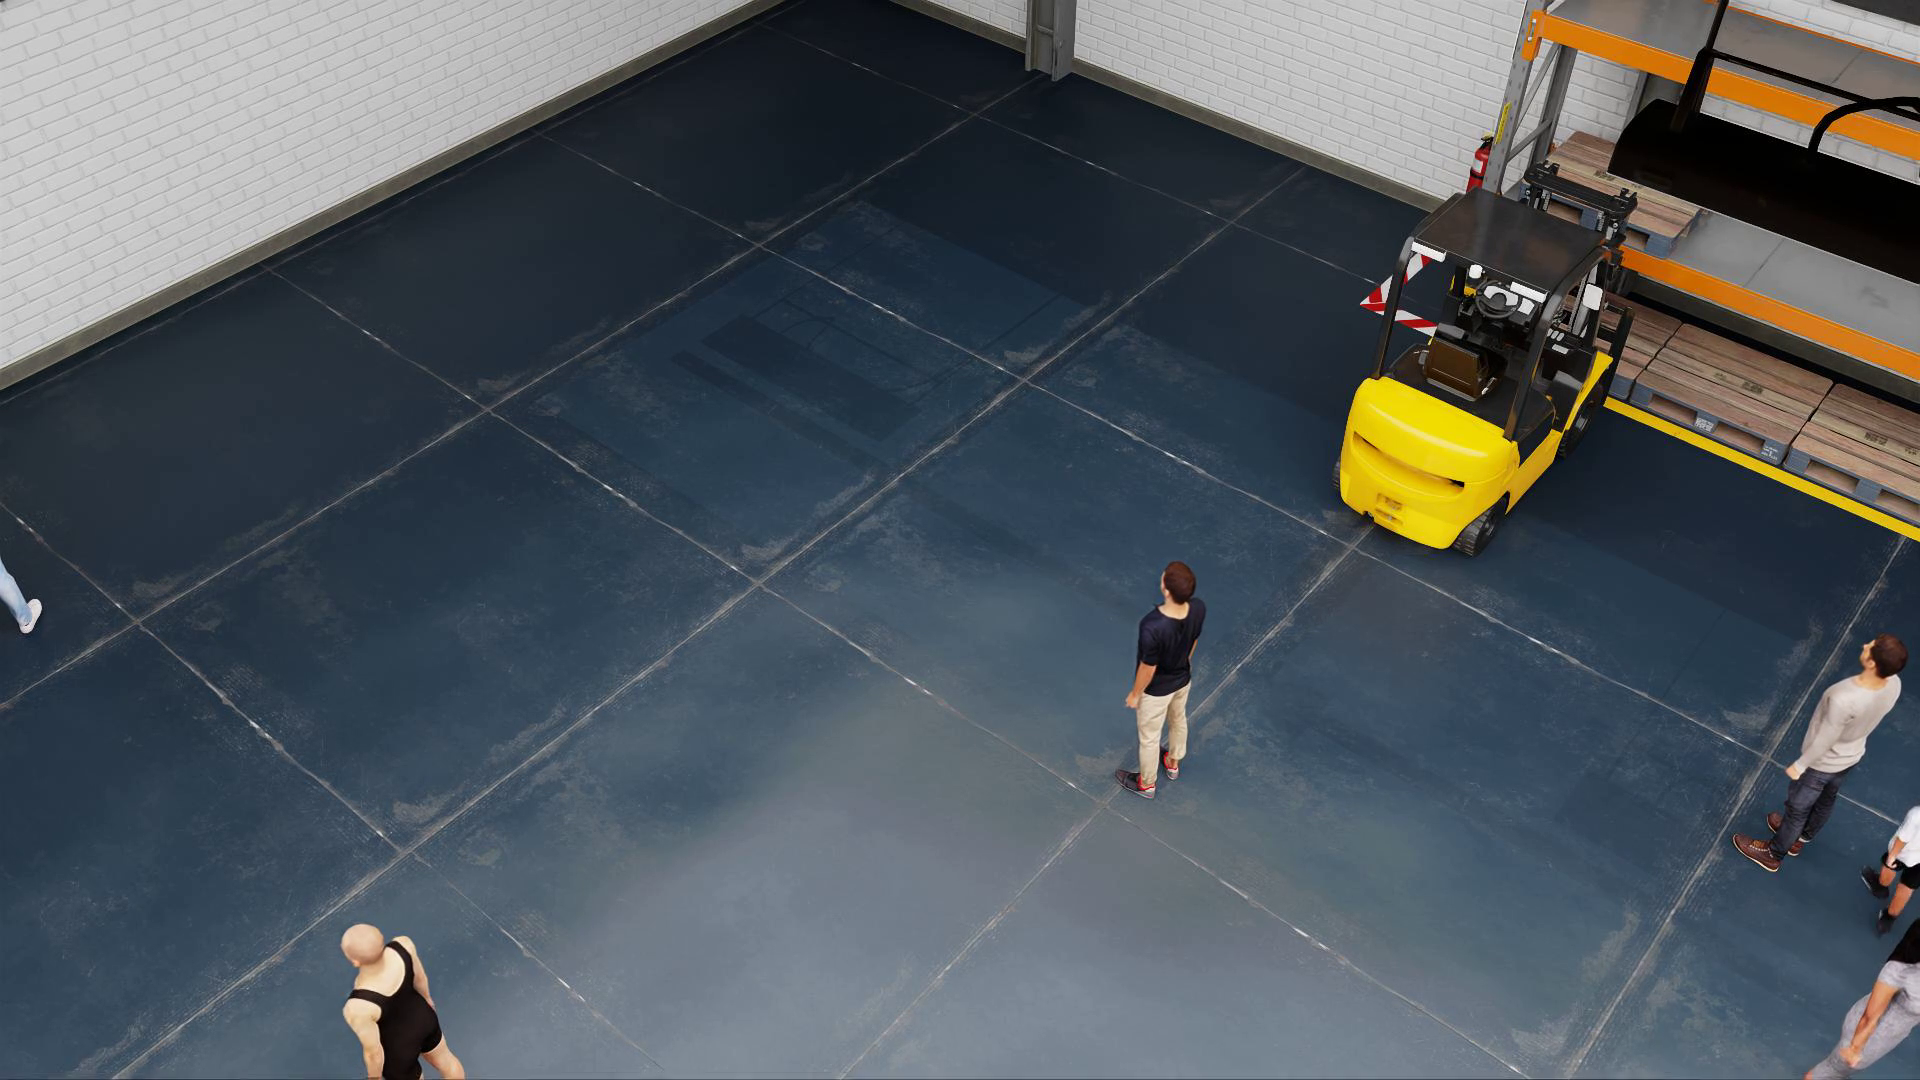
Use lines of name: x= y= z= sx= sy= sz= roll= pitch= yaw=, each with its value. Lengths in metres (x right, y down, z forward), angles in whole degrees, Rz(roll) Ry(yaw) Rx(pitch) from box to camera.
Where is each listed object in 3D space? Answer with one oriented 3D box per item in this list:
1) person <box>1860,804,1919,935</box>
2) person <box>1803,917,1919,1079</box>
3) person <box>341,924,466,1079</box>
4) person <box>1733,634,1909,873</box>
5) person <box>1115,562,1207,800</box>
person: x=5.329 y=1.740 z=9.254 sx=0.715 sy=1.238 sz=0.734 roll=7 pitch=44 yaw=7
person: x=4.487 y=2.395 z=8.173 sx=0.652 sy=1.781 sz=0.634 roll=-21 pitch=47 yaw=-20
person: x=-2.705 y=2.422 z=8.120 sx=0.650 sy=1.815 sz=0.710 roll=13 pitch=45 yaw=13
person: x=4.895 y=1.207 z=9.357 sx=0.734 sy=1.867 sz=0.697 roll=-21 pitch=48 yaw=-21
person: x=1.205 y=0.822 z=9.767 sx=0.664 sy=1.859 sz=0.574 roll=-31 pitch=51 yaw=-28
